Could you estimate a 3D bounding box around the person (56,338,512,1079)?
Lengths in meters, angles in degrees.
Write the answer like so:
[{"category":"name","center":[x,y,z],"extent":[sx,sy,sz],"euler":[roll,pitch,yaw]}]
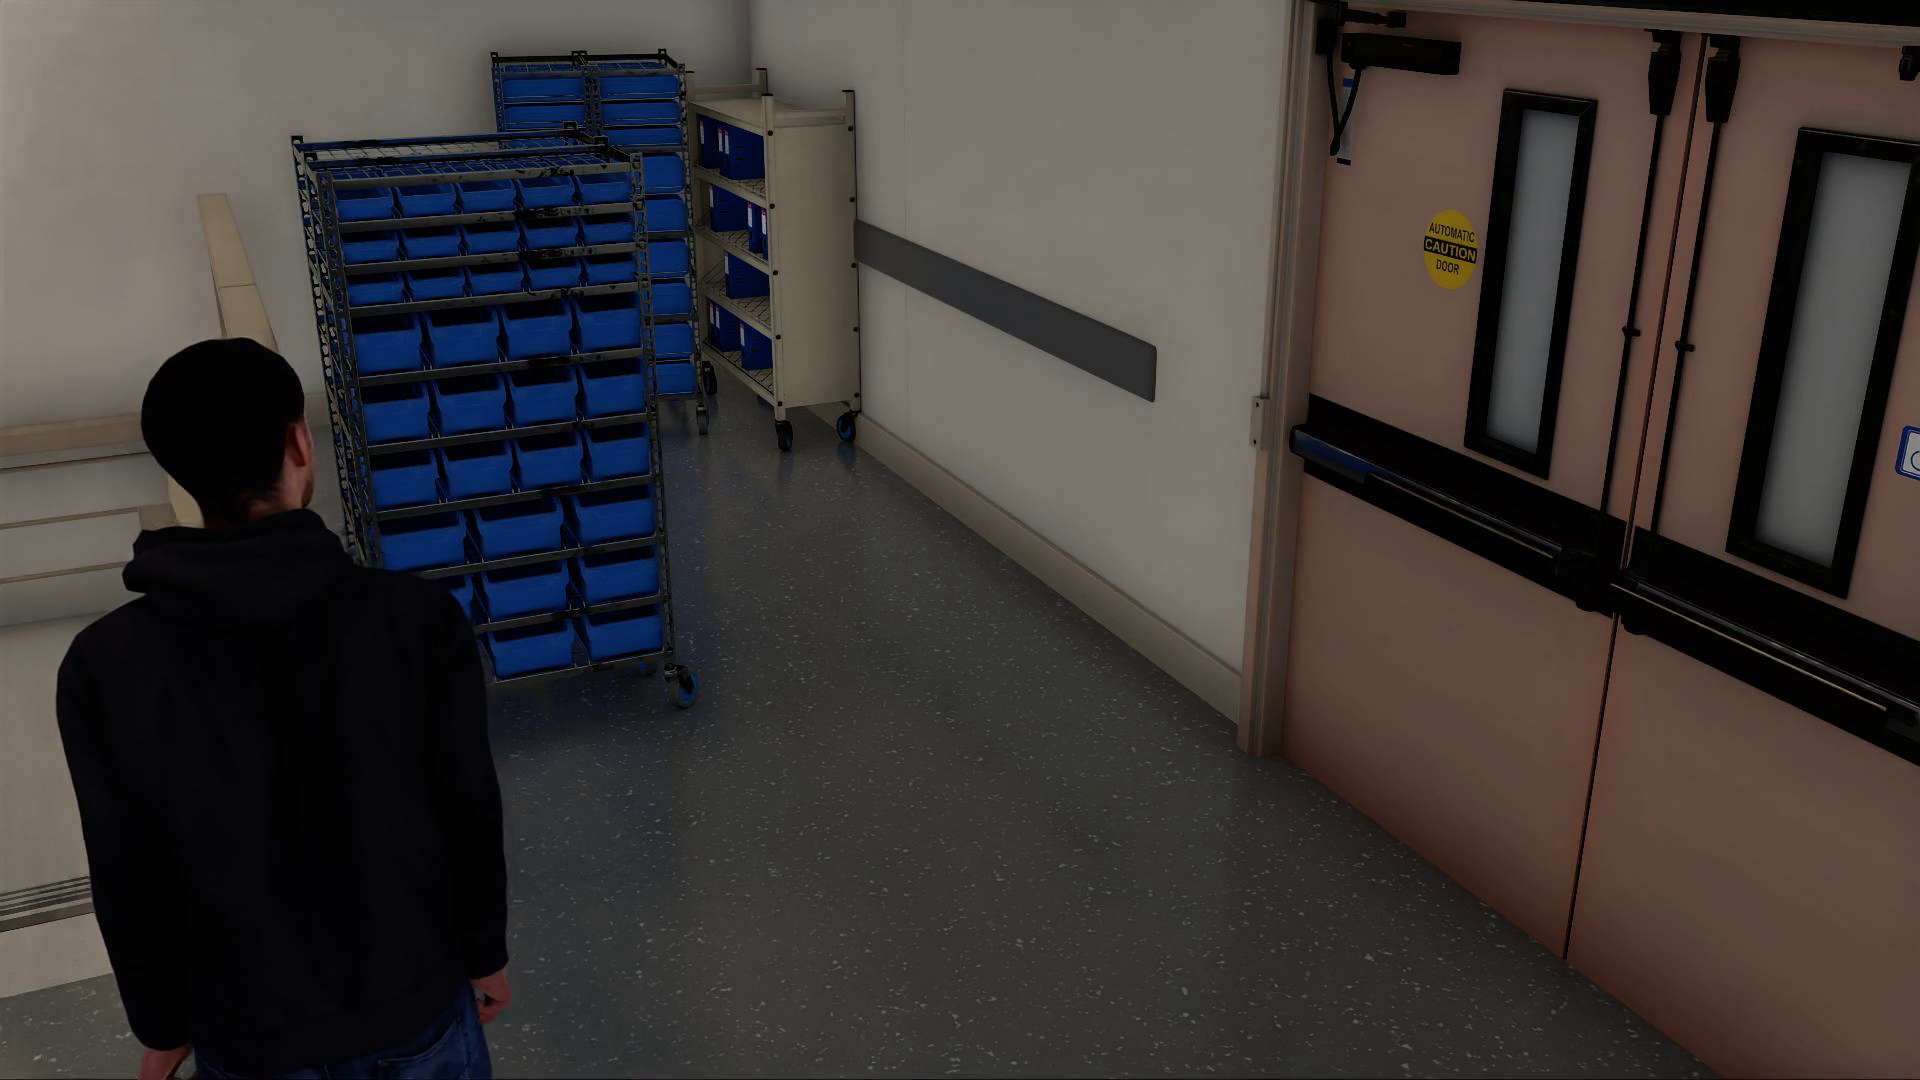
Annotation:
[{"category":"person","center":[-0.877,0.650,2.324],"extent":[0.673,1.890,0.575],"euler":[-8,22,-21]}]
